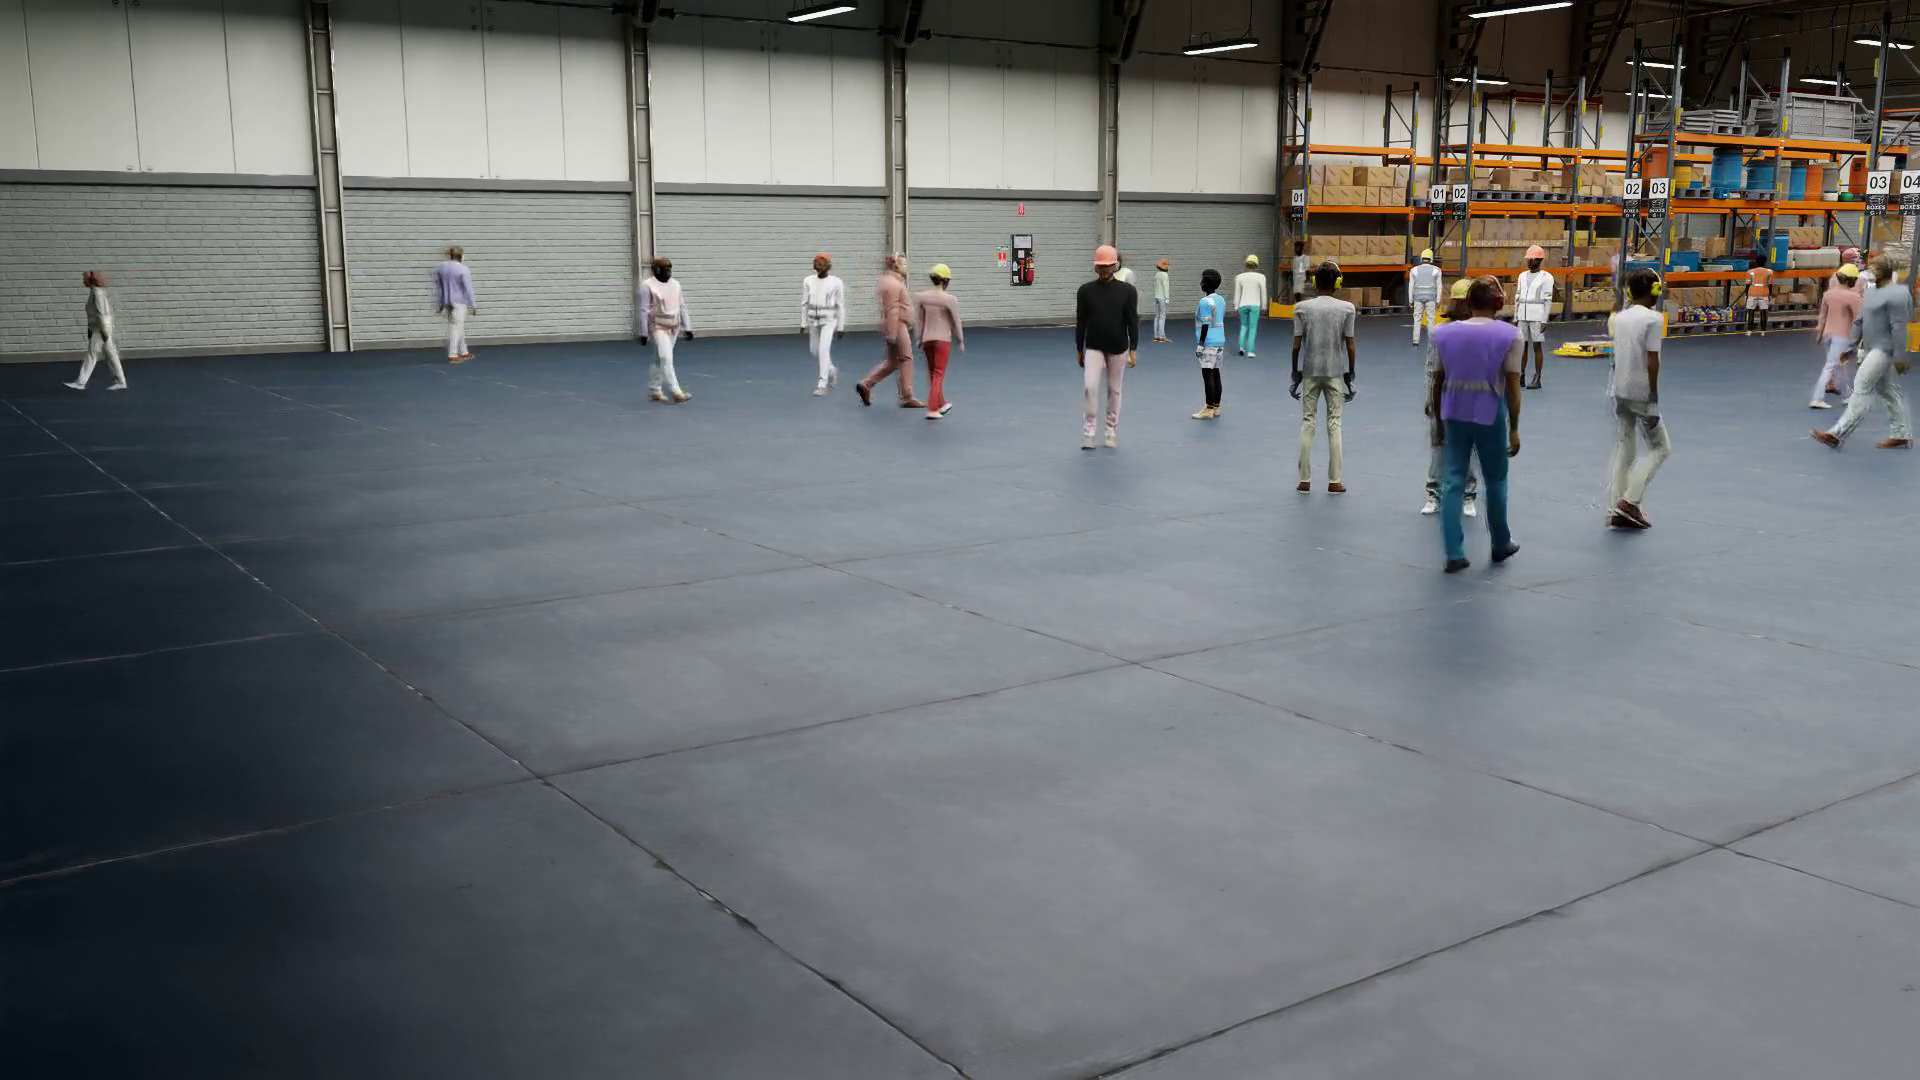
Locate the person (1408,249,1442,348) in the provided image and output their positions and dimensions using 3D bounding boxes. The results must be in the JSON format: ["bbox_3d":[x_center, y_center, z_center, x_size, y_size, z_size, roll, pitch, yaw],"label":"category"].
[{"bbox_3d":[8.607,-4.464,30.797,0.591,1.833,0.404,4,11,20],"label":"person"}]

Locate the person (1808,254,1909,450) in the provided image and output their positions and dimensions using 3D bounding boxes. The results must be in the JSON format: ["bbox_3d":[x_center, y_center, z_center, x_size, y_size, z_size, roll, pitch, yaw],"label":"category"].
[{"bbox_3d":[8.784,-1.804,16.066,1.020,1.881,0.642,1,10,8],"label":"person"}]

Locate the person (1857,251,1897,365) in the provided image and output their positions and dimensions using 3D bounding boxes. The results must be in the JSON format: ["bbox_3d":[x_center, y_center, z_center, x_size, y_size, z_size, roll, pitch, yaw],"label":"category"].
[{"bbox_3d":[14.700,-3.723,26.746,0.593,1.838,0.976,9,14,40],"label":"person"}]

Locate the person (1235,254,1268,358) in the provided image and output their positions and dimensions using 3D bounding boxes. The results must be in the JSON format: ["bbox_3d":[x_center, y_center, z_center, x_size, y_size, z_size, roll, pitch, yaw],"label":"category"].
[{"bbox_3d":[4.992,-4.001,28.490,0.538,1.755,0.488,6,12,30],"label":"person"}]

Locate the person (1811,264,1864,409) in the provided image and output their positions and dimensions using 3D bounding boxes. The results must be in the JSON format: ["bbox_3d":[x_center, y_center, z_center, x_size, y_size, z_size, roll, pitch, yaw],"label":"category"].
[{"bbox_3d":[10.631,-2.436,19.960,0.880,1.719,0.554,-3,11,-15],"label":"person"}]

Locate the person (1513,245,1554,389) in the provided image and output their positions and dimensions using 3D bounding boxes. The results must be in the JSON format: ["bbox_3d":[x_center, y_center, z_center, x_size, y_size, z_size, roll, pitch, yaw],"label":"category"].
[{"bbox_3d":[7.761,-3.024,22.608,0.350,1.942,0.545,-8,13,-36],"label":"person"}]

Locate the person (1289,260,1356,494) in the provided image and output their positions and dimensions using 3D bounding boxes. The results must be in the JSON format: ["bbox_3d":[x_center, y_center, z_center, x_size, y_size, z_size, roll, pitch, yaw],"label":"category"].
[{"bbox_3d":[2.912,-1.298,13.342,0.531,1.870,0.317,3,11,17],"label":"person"}]

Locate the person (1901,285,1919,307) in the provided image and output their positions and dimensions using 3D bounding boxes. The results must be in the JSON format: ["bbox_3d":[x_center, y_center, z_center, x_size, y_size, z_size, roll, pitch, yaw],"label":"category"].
[{"bbox_3d":[19.222,-4.986,33.407,0.625,1.934,0.364,5,12,27],"label":"person"}]

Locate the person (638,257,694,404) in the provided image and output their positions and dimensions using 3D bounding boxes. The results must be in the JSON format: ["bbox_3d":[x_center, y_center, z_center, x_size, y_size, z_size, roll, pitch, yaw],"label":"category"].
[{"bbox_3d":[-3.572,-2.577,20.562,0.923,1.798,0.627,6,12,32],"label":"person"}]

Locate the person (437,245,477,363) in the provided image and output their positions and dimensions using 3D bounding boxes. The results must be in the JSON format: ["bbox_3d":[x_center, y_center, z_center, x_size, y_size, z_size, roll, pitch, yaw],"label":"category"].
[{"bbox_3d":[-8.185,-3.872,27.339,0.667,1.904,0.852,6,12,29],"label":"person"}]

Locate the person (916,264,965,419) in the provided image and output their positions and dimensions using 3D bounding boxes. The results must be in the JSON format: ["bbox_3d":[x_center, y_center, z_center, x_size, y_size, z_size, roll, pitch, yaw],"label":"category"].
[{"bbox_3d":[-0.191,-2.254,18.924,0.550,1.733,0.729,7,12,33],"label":"person"}]

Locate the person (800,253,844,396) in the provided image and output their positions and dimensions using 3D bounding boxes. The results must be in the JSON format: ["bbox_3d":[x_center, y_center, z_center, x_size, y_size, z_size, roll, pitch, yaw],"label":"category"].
[{"bbox_3d":[-1.773,-2.842,21.863,0.579,1.859,0.794,5,11,25],"label":"person"}]

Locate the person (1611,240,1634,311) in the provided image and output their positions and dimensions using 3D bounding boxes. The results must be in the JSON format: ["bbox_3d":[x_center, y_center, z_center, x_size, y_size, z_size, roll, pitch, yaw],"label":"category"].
[{"bbox_3d":[15.398,-5.971,38.639,0.762,1.990,0.524,-5,11,-25],"label":"person"}]

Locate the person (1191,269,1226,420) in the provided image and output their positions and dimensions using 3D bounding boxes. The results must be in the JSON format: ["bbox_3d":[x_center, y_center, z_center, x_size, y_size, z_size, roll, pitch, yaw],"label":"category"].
[{"bbox_3d":[2.822,-2.212,18.824,0.318,1.700,0.535,6,12,28],"label":"person"}]

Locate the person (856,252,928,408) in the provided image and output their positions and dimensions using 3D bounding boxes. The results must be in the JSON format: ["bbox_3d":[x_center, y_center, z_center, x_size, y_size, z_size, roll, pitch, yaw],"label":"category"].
[{"bbox_3d":[-0.822,-2.519,20.007,0.786,1.880,0.655,-1,10,-5],"label":"person"}]

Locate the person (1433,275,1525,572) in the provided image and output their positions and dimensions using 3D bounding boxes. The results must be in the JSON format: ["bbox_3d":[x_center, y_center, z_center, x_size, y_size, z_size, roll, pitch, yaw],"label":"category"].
[{"bbox_3d":[3.268,-0.734,10.385,0.596,1.812,0.854,8,13,36],"label":"person"}]

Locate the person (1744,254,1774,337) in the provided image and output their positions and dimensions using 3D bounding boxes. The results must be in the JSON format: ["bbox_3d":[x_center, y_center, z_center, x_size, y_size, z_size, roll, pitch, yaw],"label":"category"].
[{"bbox_3d":[16.437,-5.025,34.248,0.537,1.695,0.320,4,11,19],"label":"person"}]

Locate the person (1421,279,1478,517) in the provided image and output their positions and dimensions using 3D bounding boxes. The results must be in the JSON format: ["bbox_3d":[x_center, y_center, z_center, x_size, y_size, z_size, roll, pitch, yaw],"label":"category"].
[{"bbox_3d":[3.671,-1.041,12.278,0.498,1.744,0.301,4,11,22],"label":"person"}]

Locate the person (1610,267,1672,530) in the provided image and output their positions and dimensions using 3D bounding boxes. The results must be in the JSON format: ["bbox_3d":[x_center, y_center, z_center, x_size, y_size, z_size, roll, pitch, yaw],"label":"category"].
[{"bbox_3d":[4.755,-0.980,11.661,0.429,1.844,0.556,-3,11,-16],"label":"person"}]

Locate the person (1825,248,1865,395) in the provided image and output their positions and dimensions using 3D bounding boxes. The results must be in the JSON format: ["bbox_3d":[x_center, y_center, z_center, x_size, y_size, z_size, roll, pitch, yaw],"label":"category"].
[{"bbox_3d":[11.598,-2.851,21.742,0.409,1.911,0.651,1,10,3],"label":"person"}]

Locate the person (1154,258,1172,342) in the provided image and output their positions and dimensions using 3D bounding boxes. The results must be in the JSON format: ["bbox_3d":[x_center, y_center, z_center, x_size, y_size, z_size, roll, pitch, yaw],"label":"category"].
[{"bbox_3d":[3.990,-4.721,32.757,0.279,1.633,0.499,-3,11,-18],"label":"person"}]

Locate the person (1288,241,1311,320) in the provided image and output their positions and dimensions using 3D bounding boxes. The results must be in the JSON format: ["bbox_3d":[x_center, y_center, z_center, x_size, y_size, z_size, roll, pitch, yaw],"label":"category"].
[{"bbox_3d":[8.341,-6.399,41.100,0.517,1.938,0.627,-5,11,-25],"label":"person"}]

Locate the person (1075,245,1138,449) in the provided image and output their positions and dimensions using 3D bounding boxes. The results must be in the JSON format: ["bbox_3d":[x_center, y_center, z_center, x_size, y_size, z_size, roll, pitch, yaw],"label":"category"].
[{"bbox_3d":[1.412,-1.843,16.079,0.618,1.967,0.814,1,10,7],"label":"person"}]

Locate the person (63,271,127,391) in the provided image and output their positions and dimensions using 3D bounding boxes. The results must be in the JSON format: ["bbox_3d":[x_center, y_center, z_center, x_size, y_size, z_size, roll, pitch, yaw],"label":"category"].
[{"bbox_3d":[-11.587,-2.773,22.170,0.802,1.601,0.532,-5,12,-27],"label":"person"}]

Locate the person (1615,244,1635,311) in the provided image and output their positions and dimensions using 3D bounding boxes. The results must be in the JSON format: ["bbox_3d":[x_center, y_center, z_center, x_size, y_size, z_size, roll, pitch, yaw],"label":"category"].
[{"bbox_3d":[14.758,-5.593,36.788,0.408,1.906,0.654,-1,10,-8],"label":"person"}]

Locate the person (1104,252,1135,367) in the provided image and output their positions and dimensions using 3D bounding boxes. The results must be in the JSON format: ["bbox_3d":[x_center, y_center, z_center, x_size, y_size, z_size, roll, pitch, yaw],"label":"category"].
[{"bbox_3d":[2.499,-3.673,26.493,0.640,1.831,0.544,8,13,37],"label":"person"}]

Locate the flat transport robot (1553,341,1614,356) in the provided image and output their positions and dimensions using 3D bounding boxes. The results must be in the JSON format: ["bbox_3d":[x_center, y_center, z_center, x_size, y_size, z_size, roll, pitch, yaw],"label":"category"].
[{"bbox_3d":[11.024,-3.326,28.847,1.431,0.197,0.652,-7,12,-33],"label":"flat transport robot"}]
